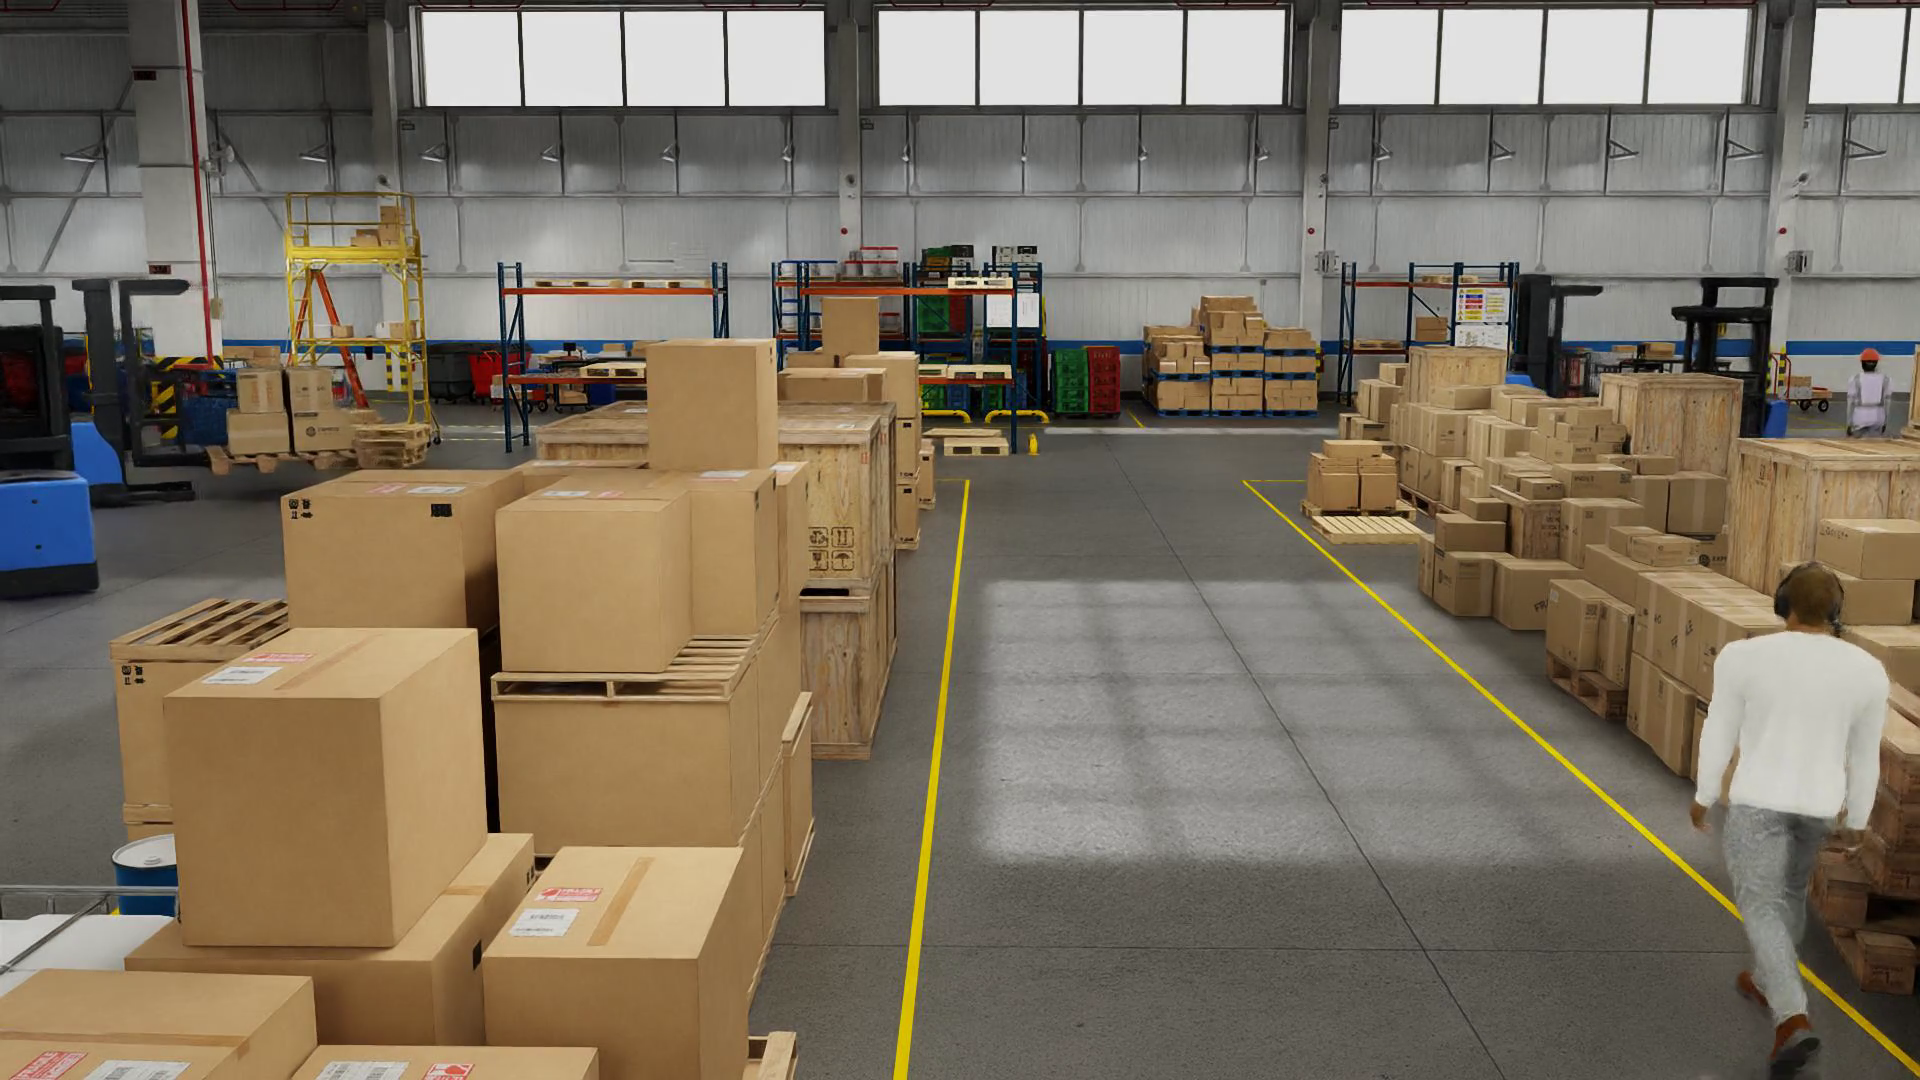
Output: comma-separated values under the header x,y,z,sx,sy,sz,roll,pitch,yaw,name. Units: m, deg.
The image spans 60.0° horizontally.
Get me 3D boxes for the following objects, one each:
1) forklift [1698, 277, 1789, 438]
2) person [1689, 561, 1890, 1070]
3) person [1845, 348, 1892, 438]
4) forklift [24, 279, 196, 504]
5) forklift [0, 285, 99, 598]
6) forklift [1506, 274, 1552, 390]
x,y,z,sx,sy,sz,roll,pitch,yaw,name
10.820,-2.278,23.280,1.129,2.768,1.873,9,13,42,forklift
3.199,1.034,6.377,0.638,1.909,0.918,0,9,3,person
11.974,-1.578,21.990,0.553,1.910,0.653,3,10,15,person
-10.712,-1.863,20.794,1.873,2.768,1.129,-5,11,-27,forklift
-8.788,-0.960,15.384,1.129,2.768,1.873,-7,12,-34,forklift
10.029,-3.284,29.305,1.873,2.768,1.129,0,9,1,forklift
